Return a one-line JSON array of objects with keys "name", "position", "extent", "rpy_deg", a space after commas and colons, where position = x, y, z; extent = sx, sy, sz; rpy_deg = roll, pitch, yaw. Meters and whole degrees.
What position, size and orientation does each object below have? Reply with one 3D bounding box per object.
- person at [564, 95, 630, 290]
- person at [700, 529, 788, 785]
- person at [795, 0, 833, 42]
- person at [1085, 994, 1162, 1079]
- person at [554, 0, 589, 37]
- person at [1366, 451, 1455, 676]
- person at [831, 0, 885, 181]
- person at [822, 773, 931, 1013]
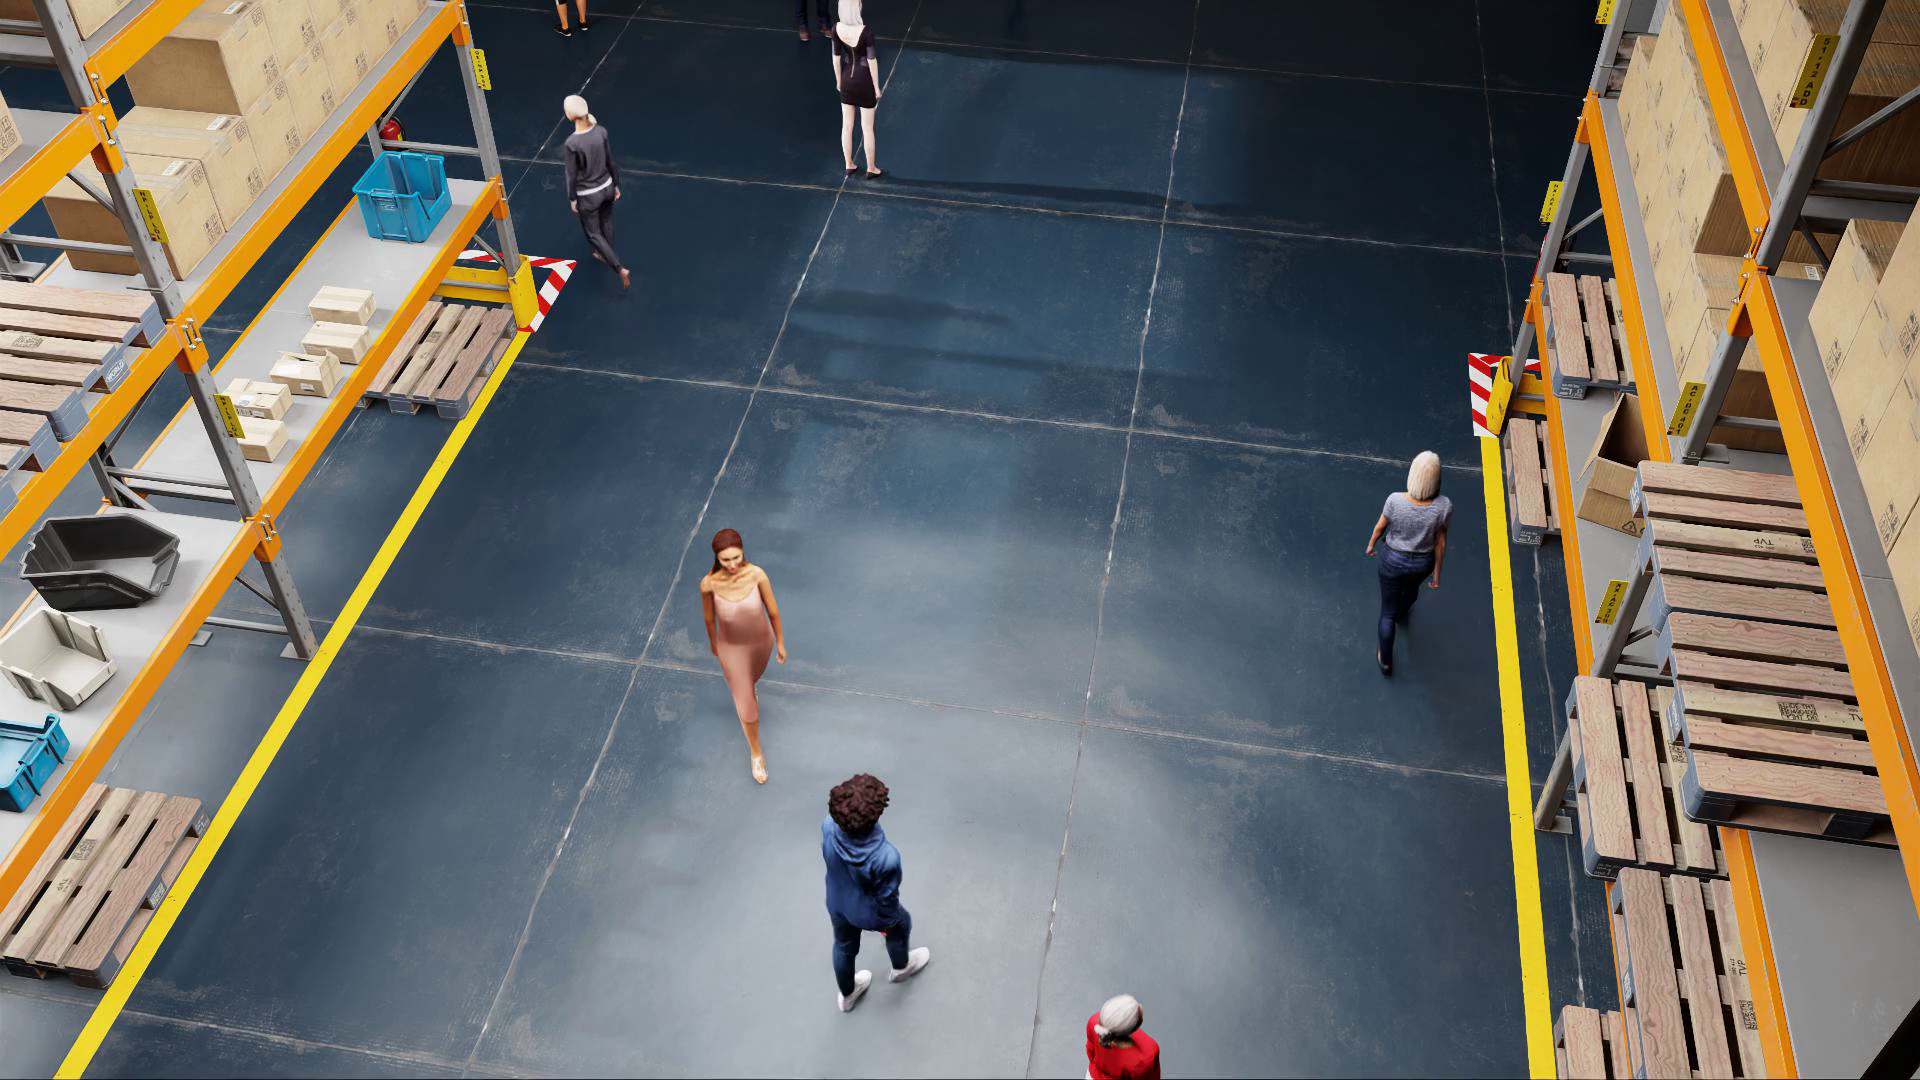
[{"name": "person", "position": [-2.999, -2.868, 13.806], "extent": [1.025, 1.700, 1.026], "rpy_deg": [-32, 52, -29]}, {"name": "person", "position": [-1.314, 0.567, 10.135], "extent": [0.935, 1.790, 1.185], "rpy_deg": [-12, 45, -12]}, {"name": "person", "position": [-1.550, -6.039, 17.032], "extent": [0.860, 1.841, 0.864], "rpy_deg": [-15, 46, -15]}, {"name": "person", "position": [0.749, 2.672, 7.996], "extent": [0.696, 1.694, 0.650], "rpy_deg": [-34, 53, -31]}, {"name": "person", "position": [-4.128, -6.053, 17.172], "extent": [0.662, 1.667, 0.727], "rpy_deg": [-27, 50, -26]}, {"name": "person", "position": [2.847, 0.200, 10.590], "extent": [0.615, 1.692, 0.950], "rpy_deg": [7, 44, 7]}, {"name": "person", "position": [-0.929, -4.096, 15.001], "extent": [0.617, 1.829, 0.563], "rpy_deg": [16, 46, 16]}, {"name": "person", "position": [-0.563, 1.924, 8.709], "extent": [0.848, 1.792, 0.930], "rpy_deg": [23, 48, 22]}]
